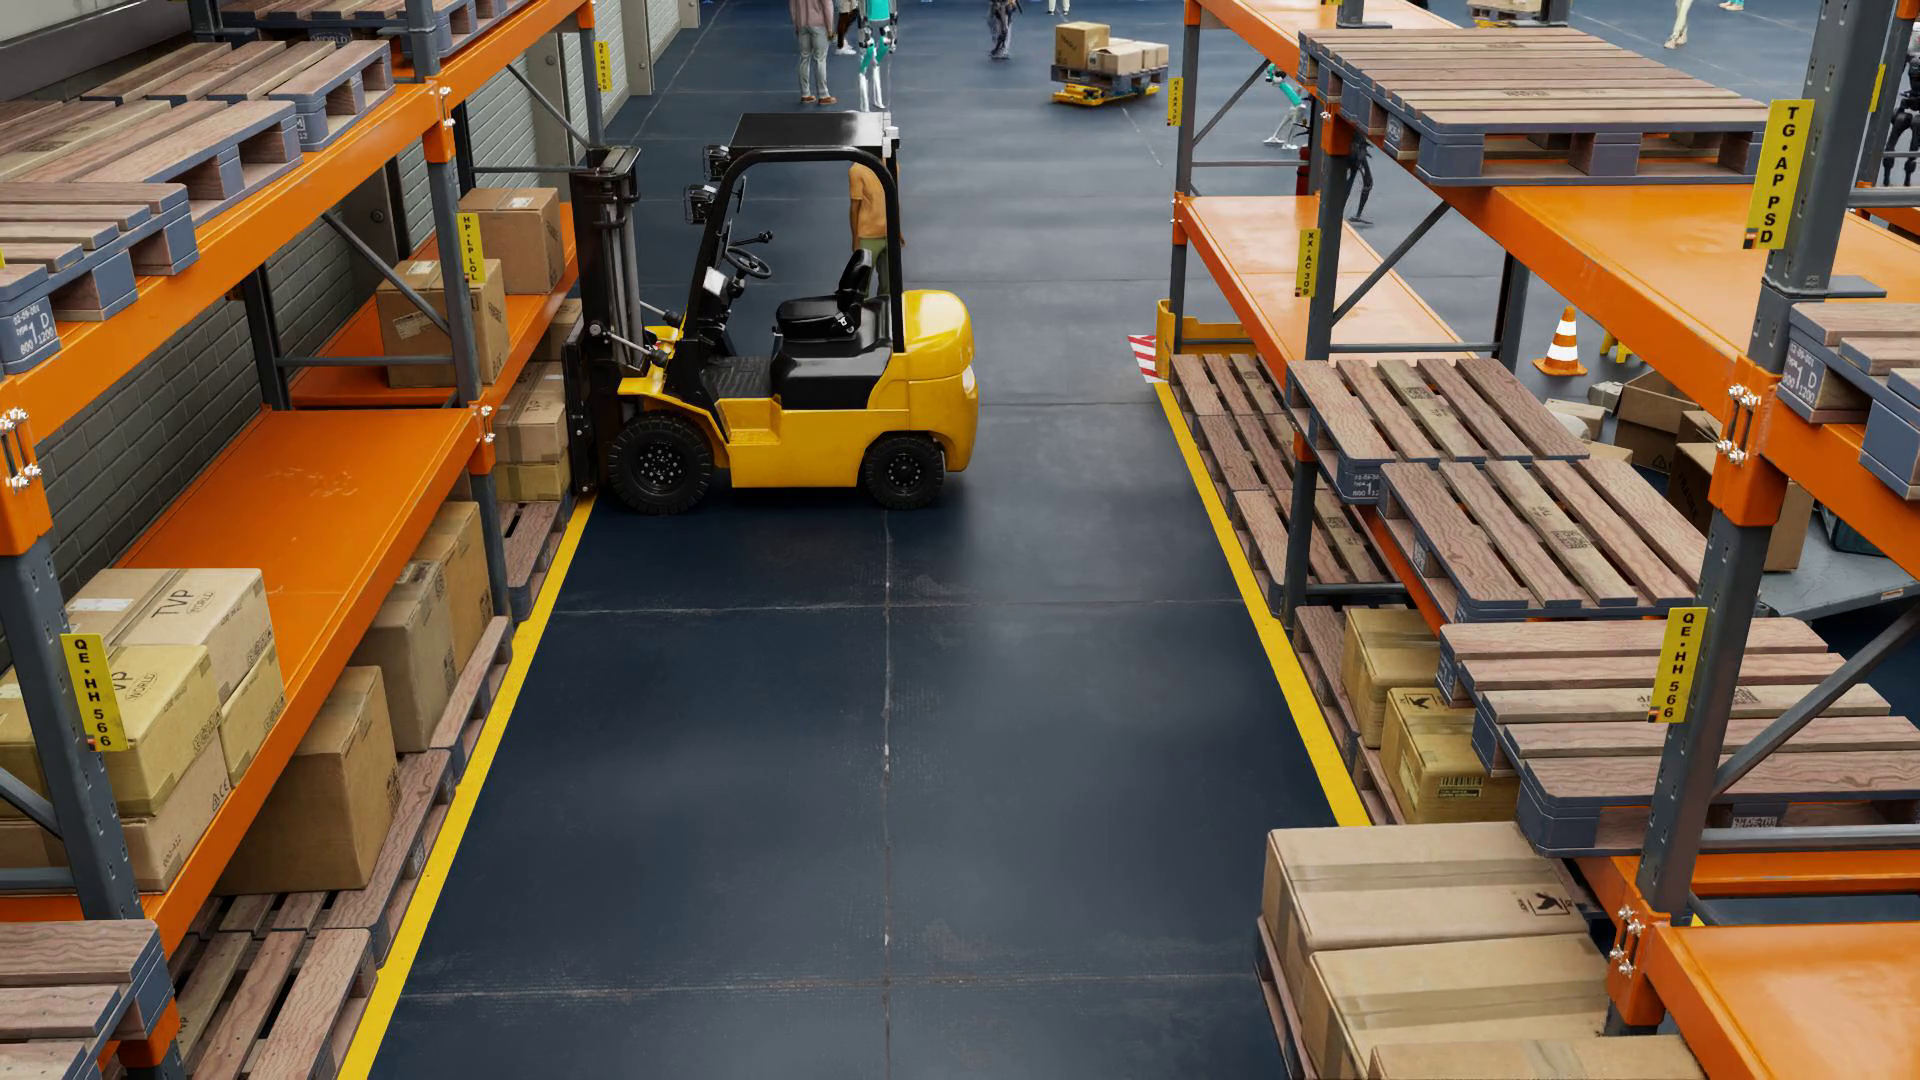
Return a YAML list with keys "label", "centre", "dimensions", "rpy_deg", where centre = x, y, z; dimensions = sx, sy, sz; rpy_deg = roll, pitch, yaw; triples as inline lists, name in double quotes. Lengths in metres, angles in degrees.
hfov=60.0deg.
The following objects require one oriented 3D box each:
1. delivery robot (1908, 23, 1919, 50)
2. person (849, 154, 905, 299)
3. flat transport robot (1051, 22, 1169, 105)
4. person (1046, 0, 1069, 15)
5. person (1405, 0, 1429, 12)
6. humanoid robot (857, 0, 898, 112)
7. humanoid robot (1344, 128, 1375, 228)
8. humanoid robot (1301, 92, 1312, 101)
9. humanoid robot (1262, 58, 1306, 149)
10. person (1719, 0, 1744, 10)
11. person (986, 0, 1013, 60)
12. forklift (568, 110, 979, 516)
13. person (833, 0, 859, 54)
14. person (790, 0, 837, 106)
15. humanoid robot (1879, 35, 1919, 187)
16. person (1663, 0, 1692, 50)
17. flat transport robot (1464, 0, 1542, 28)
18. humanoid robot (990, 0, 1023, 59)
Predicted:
- label: "delivery robot"
  centre: [14.868, -7.748, 25.398]
  dimensions: [0.807, 0.613, 0.499]
  rpy_deg: [-15, 29, -29]
- label: "person"
  centre: [-0.607, -2.250, 12.372]
  dimensions: [0.456, 1.717, 0.351]
  rpy_deg: [-17, 30, -32]
- label: "flat transport robot"
  centre: [1.933, -5.927, 21.856]
  dimensions: [0.659, 0.231, 1.431]
  rpy_deg: [22, 33, 39]
- label: "person"
  centre: [1.702, -9.978, 28.694]
  dimensions: [0.558, 1.751, 0.324]
  rpy_deg: [-3, 25, -6]
- label: "person"
  centre: [5.813, -6.570, 21.398]
  dimensions: [0.642, 1.821, 0.530]
  rpy_deg: [-6, 26, -13]
- label: "humanoid robot"
  centre: [-1.109, -6.270, 20.871]
  dimensions: [0.536, 1.811, 0.668]
  rpy_deg: [-12, 28, -24]
- label: "humanoid robot"
  centre: [3.731, -3.725, 15.547]
  dimensions: [0.457, 1.643, 0.603]
  rpy_deg: [6, 26, 12]
- label: "humanoid robot"
  centre: [4.540, -6.481, 21.377]
  dimensions: [0.601, 1.642, 0.406]
  rpy_deg: [-19, 31, -34]
- label: "humanoid robot"
  centre: [3.743, -5.324, 18.871]
  dimensions: [0.682, 1.815, 0.541]
  rpy_deg: [-2, 25, -3]
- label: "person"
  centre: [13.776, -10.312, 29.216]
  dimensions: [0.382, 1.917, 0.487]
  rpy_deg: [2, 25, 4]
- label: "person"
  centre: [0.622, -8.025, 24.467]
  dimensions: [0.602, 1.827, 0.470]
  rpy_deg: [22, 33, 38]
- label: "forklift"
  centre: [-1.043, -1.379, 9.976]
  dimensions: [2.313, 2.155, 1.214]
  rpy_deg: [-1, 25, -2]
- label: "person"
  centre: [-1.700, -8.215, 24.816]
  dimensions: [0.446, 1.883, 0.545]
  rpy_deg: [1, 25, 1]
- label: "person"
  centre: [-1.874, -6.533, 21.186]
  dimensions: [0.630, 1.940, 0.373]
  rpy_deg: [14, 28, 26]
- label: "humanoid robot"
  centre: [9.649, -4.334, 16.830]
  dimensions: [0.382, 1.655, 0.597]
  rpy_deg: [-14, 29, -28]
- label: "person"
  centre: [11.101, -8.493, 25.454]
  dimensions: [0.554, 1.844, 1.013]
  rpy_deg: [20, 32, 36]
- label: "flat transport robot"
  centre: [8.967, -8.319, 26.920]
  dimensions: [1.431, 0.231, 0.659]
  rpy_deg: [-16, 30, -30]
- label: "humanoid robot"
  centre: [0.662, -7.879, 24.347]
  dimensions: [0.606, 1.645, 0.356]
  rpy_deg: [-23, 33, -39]
